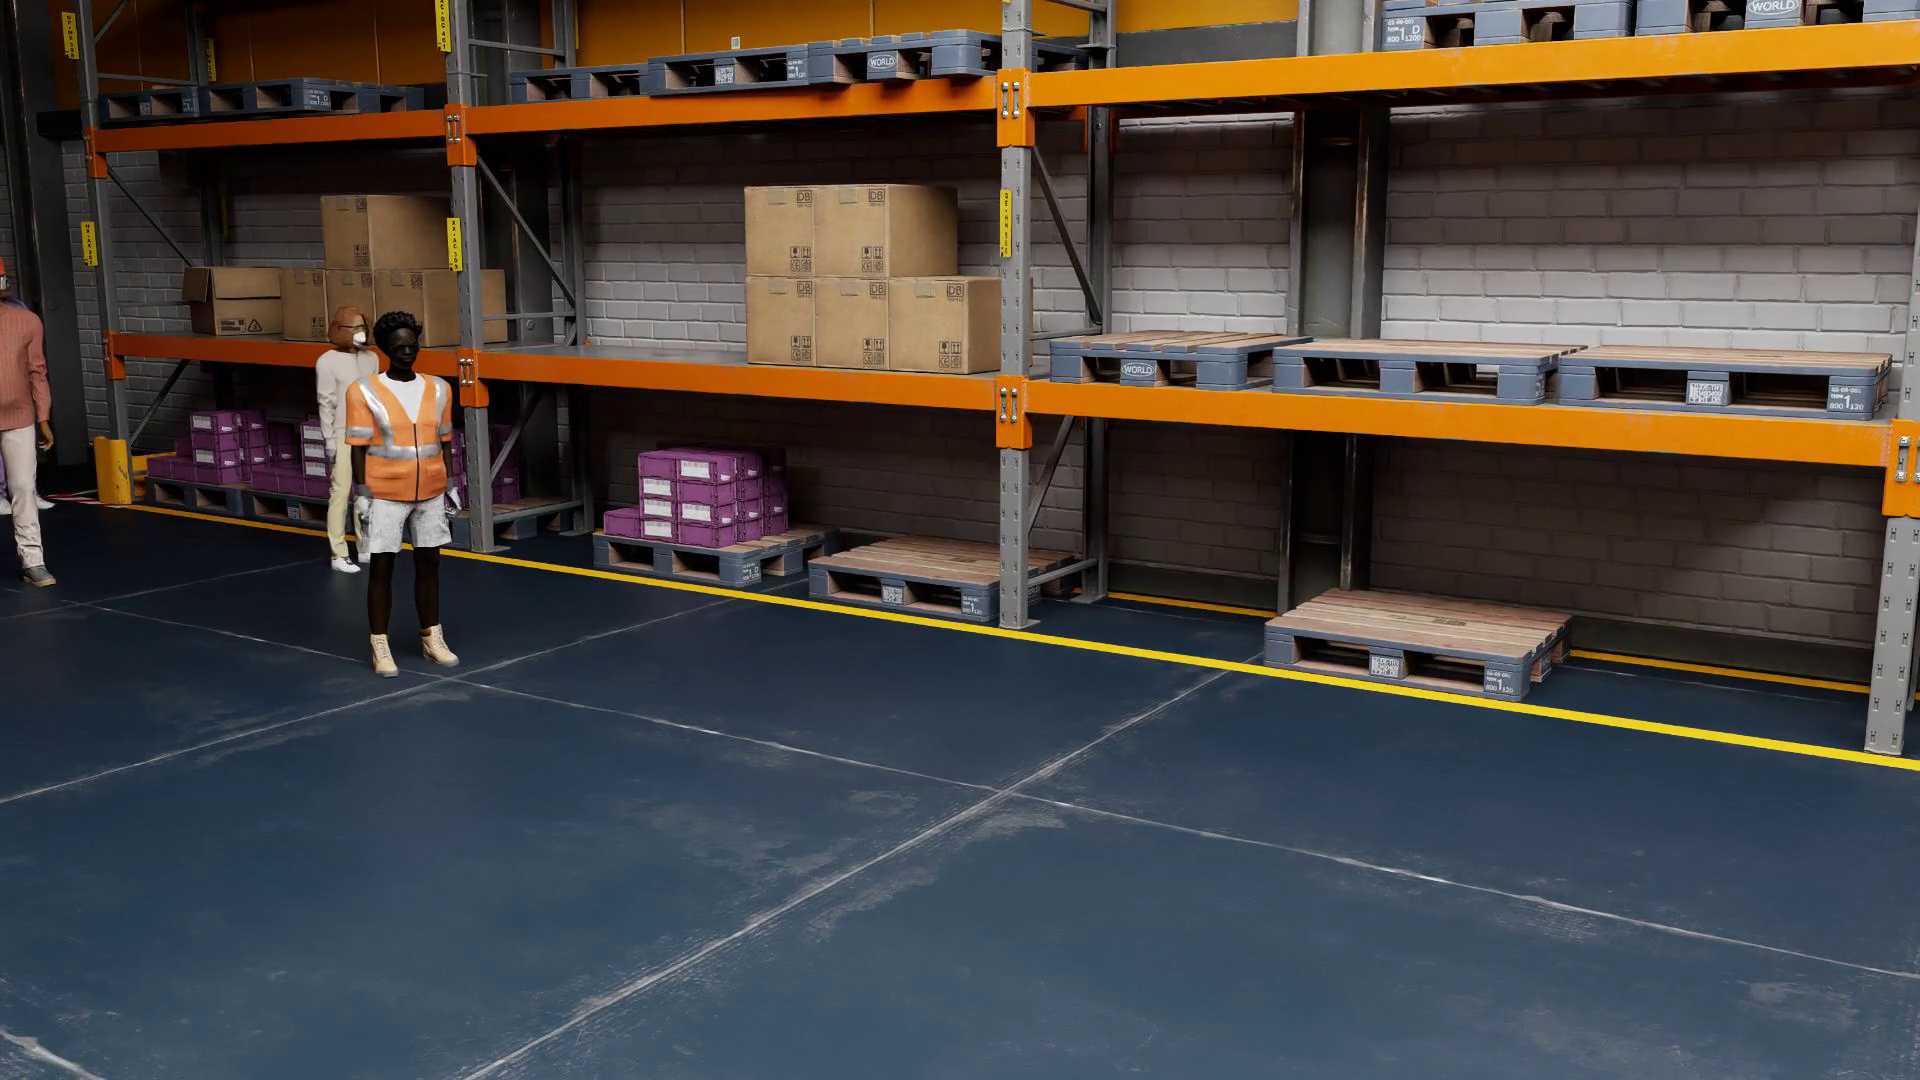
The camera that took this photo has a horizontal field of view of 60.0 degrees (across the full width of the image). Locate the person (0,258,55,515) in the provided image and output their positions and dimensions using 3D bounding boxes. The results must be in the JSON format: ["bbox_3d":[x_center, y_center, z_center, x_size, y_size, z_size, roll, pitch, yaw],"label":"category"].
[{"bbox_3d":[-7.079,-1.136,12.347,0.395,1.893,0.652,3,11,14],"label":"person"}]

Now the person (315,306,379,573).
[{"bbox_3d":[-3.722,-0.617,10.202,0.284,1.626,0.492,4,11,23],"label":"person"}]

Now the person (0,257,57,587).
[{"bbox_3d":[-5.568,-0.694,9.601,0.611,1.995,0.375,-10,14,-44],"label":"person"}]

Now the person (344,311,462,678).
[{"bbox_3d":[-2.595,-0.217,7.786,0.529,1.697,0.321,-9,14,-41],"label":"person"}]
